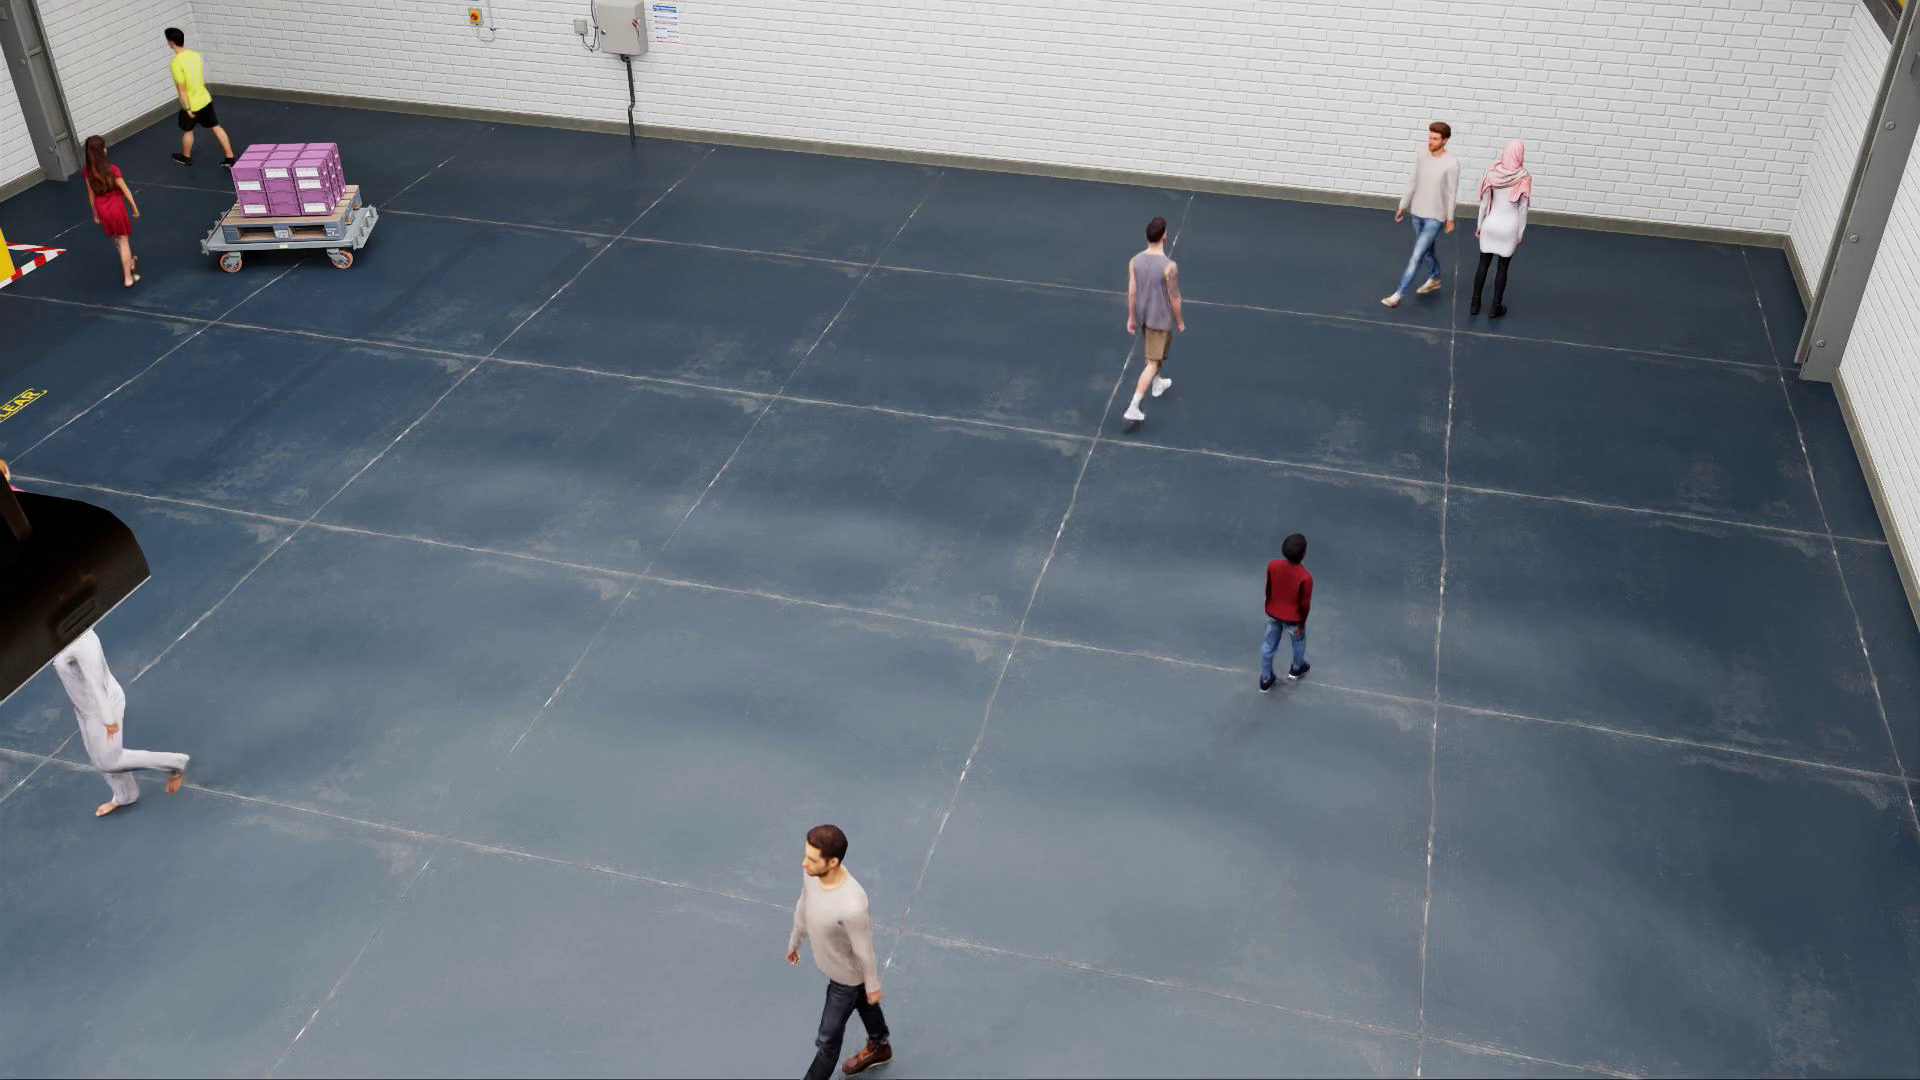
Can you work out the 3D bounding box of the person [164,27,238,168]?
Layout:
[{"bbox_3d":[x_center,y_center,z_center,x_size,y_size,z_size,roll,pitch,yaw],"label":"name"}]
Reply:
[{"bbox_3d":[-8.920,-5.154,19.565,0.797,1.664,1.071,14,36,19],"label":"person"}]

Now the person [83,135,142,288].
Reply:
[{"bbox_3d":[-8.650,-3.319,16.925,0.708,1.531,0.916,-2,34,-3],"label":"person"}]

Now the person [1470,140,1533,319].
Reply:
[{"bbox_3d":[5.287,-3.045,16.265,0.701,1.804,0.688,18,38,25],"label":"person"}]

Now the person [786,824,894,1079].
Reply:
[{"bbox_3d":[-0.518,2.125,8.464,1.172,1.830,1.088,-20,38,-27],"label":"person"}]

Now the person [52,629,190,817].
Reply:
[{"bbox_3d":[-5.259,0.971,10.300,0.972,1.720,0.883,-24,41,-32],"label":"person"}]

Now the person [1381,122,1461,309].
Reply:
[{"bbox_3d":[4.700,-3.226,16.500,1.303,1.846,1.169,-22,40,-30],"label":"person"}]

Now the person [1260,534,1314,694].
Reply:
[{"bbox_3d":[2.204,0.526,11.403,0.604,1.241,0.731,18,38,25],"label":"person"}]

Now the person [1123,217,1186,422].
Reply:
[{"bbox_3d":[1.672,-1.893,14.486,0.989,1.813,1.247,26,42,34],"label":"person"}]
